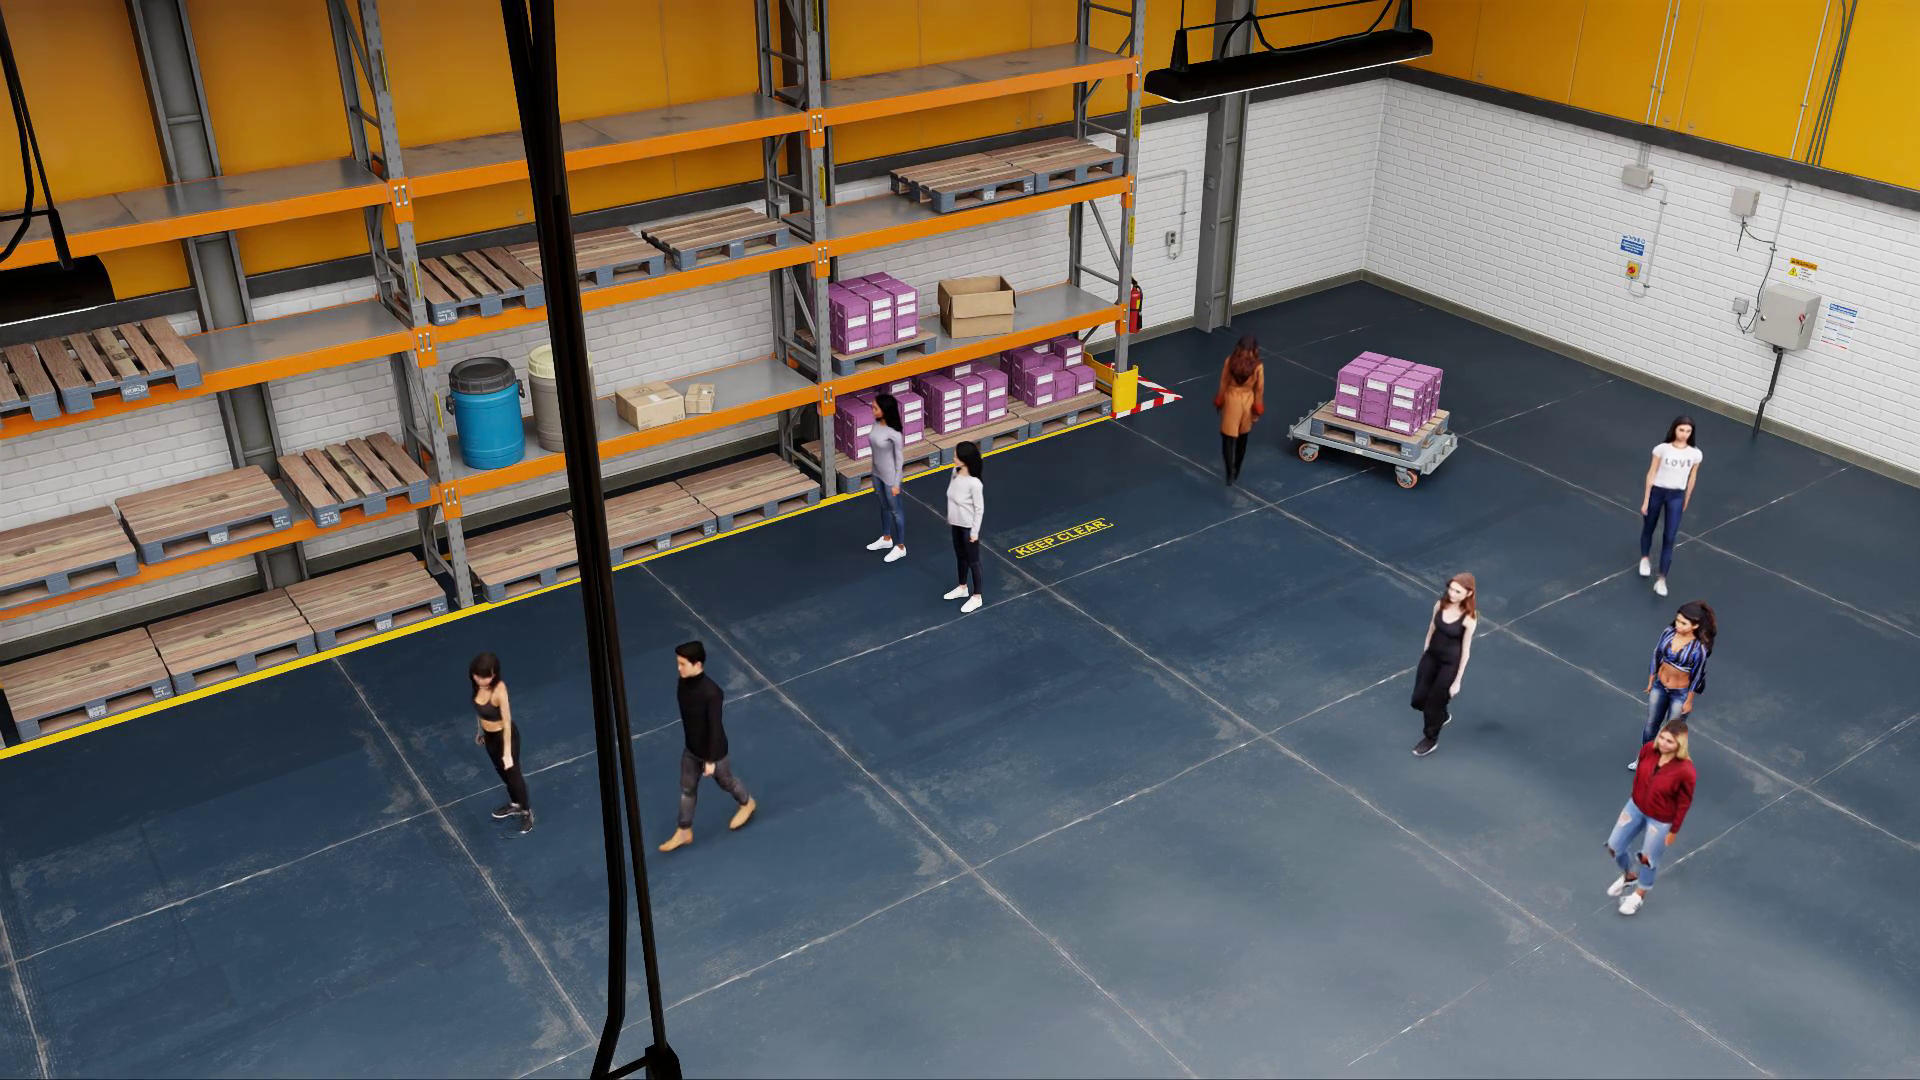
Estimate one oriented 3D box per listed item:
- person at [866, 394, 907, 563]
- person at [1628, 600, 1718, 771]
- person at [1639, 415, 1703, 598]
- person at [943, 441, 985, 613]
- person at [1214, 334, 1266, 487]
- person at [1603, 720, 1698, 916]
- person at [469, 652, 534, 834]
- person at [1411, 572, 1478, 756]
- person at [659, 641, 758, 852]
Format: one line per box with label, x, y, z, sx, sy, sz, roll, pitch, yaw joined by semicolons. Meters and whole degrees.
person;-0.691;-0.632;16.199;0.512;1.738;0.598;-17;33;-29
person;5.575;1.179;13.006;0.538;1.616;0.595;-17;33;-29
person;6.667;-0.411;15.790;0.960;1.742;1.078;9;30;16
person;0.065;-0.150;15.354;0.526;1.700;0.606;-17;33;-29
person;2.930;-1.335;17.522;1.046;1.705;1.096;4;29;8
person;4.900;1.909;11.658;0.584;1.625;0.609;-17;33;-28
person;-3.421;1.485;12.441;0.640;1.621;0.661;-22;35;-34
person;3.942;0.971;13.277;0.718;1.723;0.613;-18;33;-29
person;-1.827;1.491;12.352;0.813;1.695;1.136;25;37;38
